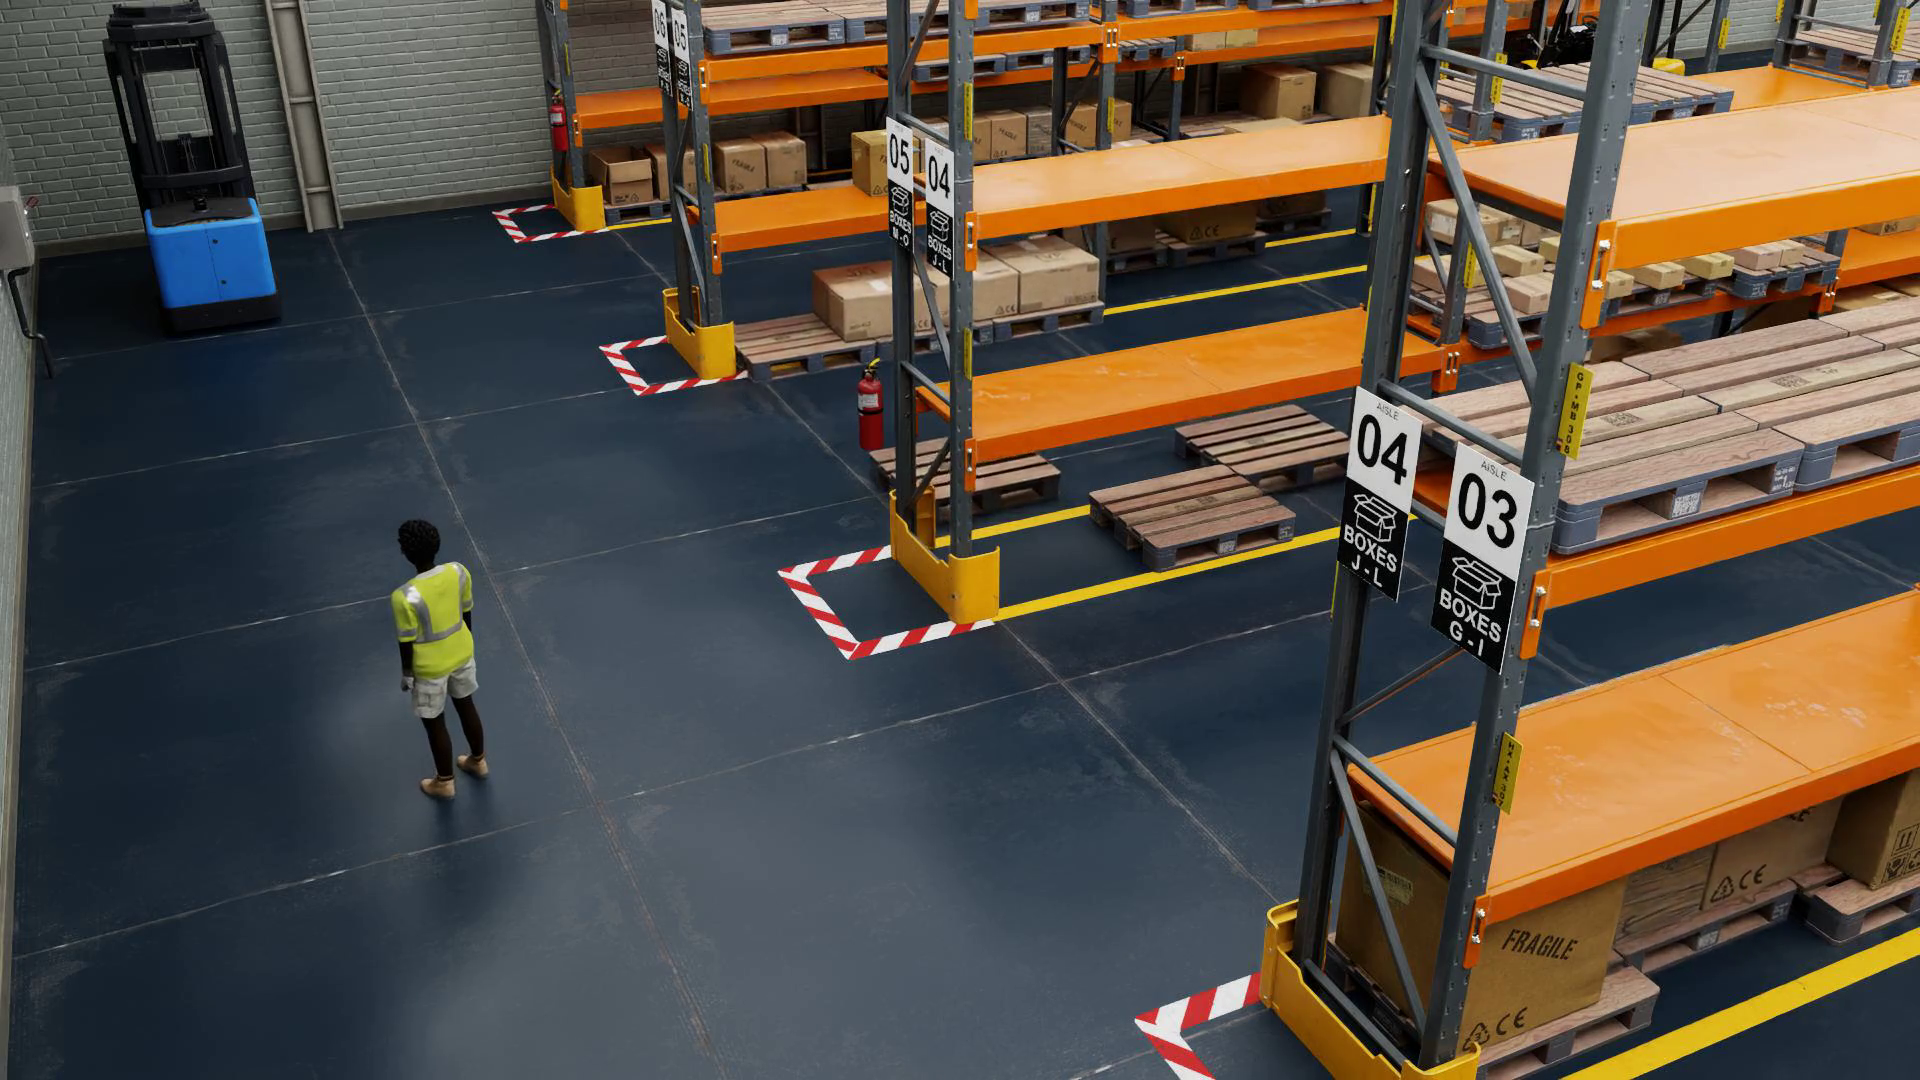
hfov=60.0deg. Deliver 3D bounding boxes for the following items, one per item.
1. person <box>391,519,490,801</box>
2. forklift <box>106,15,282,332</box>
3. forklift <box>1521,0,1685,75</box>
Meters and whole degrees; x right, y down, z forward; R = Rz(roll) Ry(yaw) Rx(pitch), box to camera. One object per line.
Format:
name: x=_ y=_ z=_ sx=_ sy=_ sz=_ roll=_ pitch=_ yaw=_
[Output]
person: x=-2.903 y=0.663 z=9.292 sx=0.319 sy=1.687 sz=0.537 roll=15 pitch=31 yaw=26
forklift: x=-7.548 y=-3.672 z=16.323 sx=1.129 sy=2.768 sz=1.873 roll=-12 pitch=30 yaw=-22
forklift: x=8.950 y=-6.807 z=23.056 sx=1.214 sy=2.155 sz=2.313 roll=-12 pitch=30 yaw=-22
